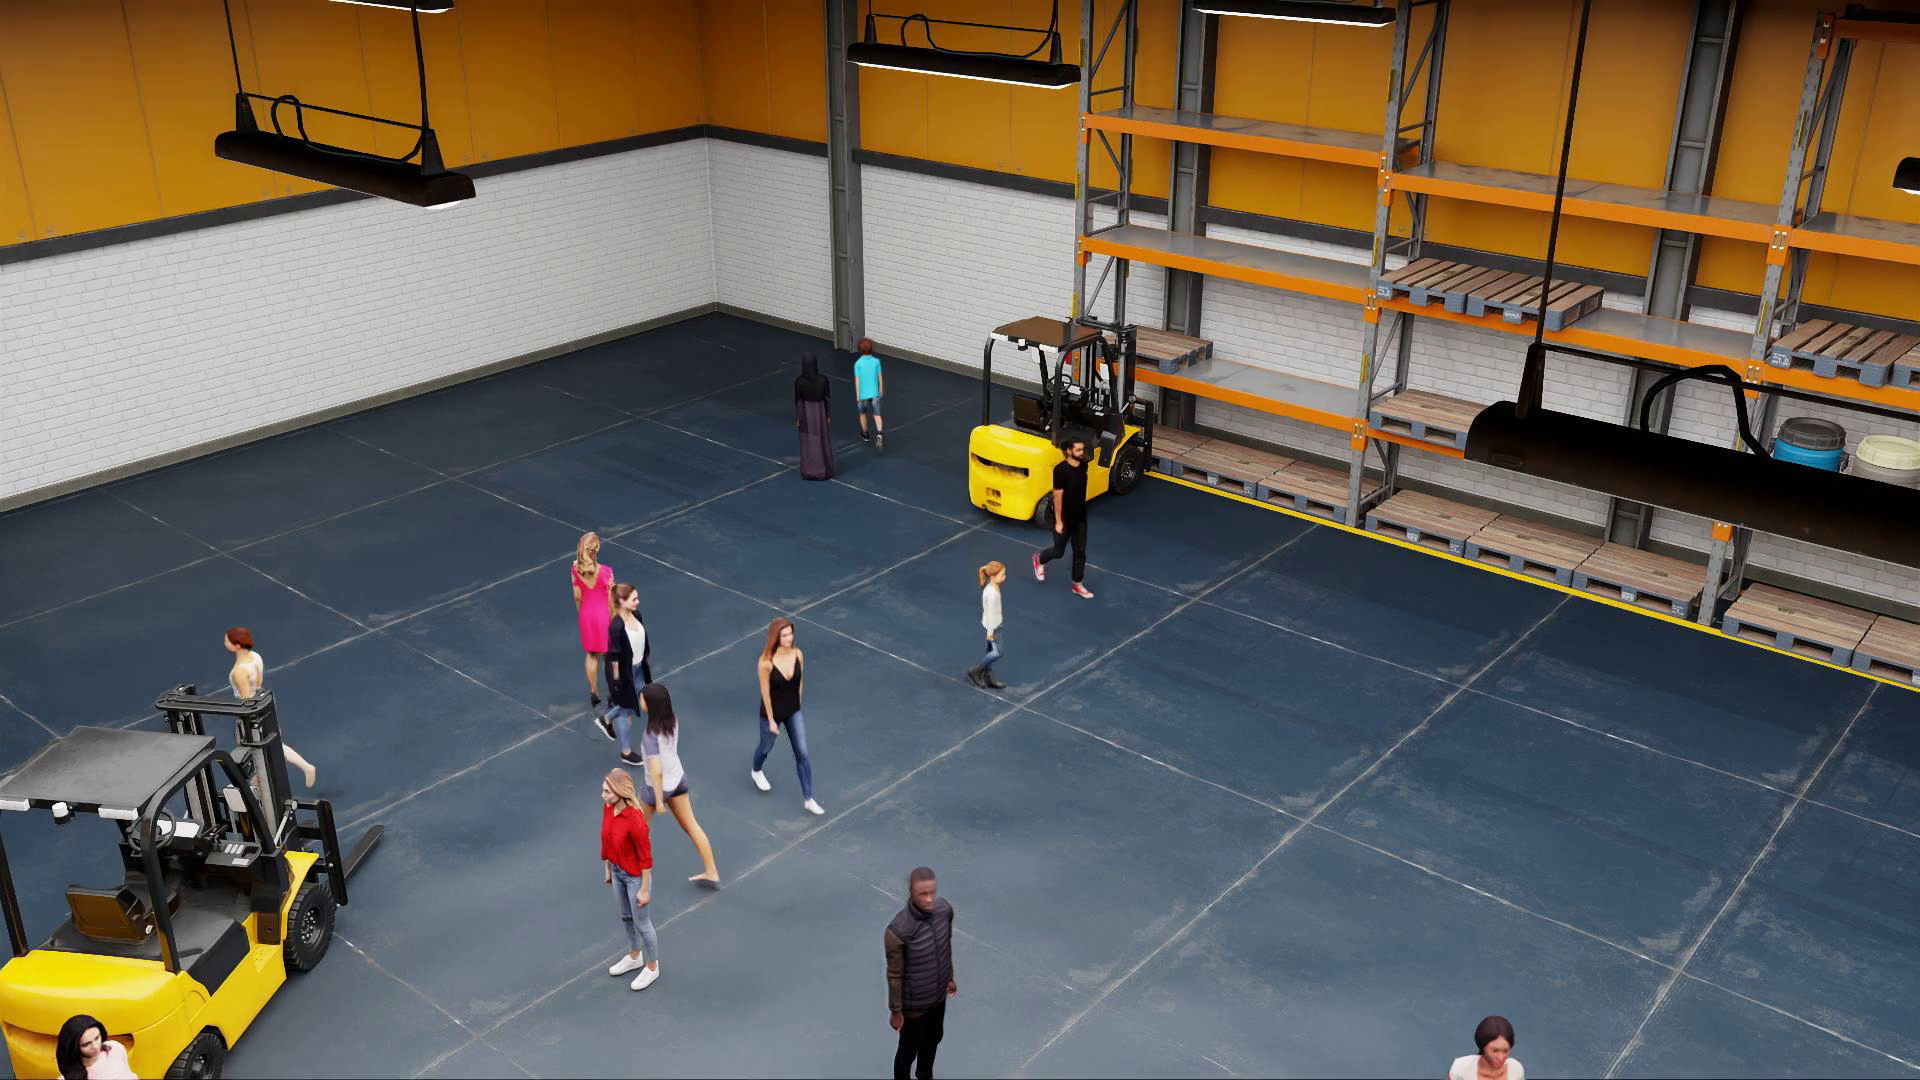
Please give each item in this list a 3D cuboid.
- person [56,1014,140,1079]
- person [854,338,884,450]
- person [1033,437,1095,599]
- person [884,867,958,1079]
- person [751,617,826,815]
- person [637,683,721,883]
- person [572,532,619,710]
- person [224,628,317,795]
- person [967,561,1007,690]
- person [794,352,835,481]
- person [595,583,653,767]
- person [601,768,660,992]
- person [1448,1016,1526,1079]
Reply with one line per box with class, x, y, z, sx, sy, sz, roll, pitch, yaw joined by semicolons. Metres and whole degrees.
person;-4.688;3.326;9.171;0.635;1.768;0.701;11;26;23
person;-1.164;-1.887;21.522;0.837;1.427;1.008;-7;25;-16
person;1.082;-0.259;17.409;0.746;1.740;1.061;-19;30;-36
person;-0.240;2.803;10.284;0.554;1.835;0.706;21;31;39
person;-1.522;1.401;13.681;0.788;1.684;1.158;-15;28;-31
person;-2.156;1.893;12.568;1.234;1.674;0.880;8;25;18
person;-3.309;0.731;15.157;0.610;1.728;0.713;6;24;13
person;-5.713;1.446;13.649;0.965;1.626;0.875;-1;24;-1
person;0.231;0.799;15.526;0.696;1.308;0.628;1;24;2
person;-1.812;-1.528;20.468;0.720;1.614;0.770;-4;24;-9
person;-2.939;1.127;14.328;0.889;1.668;0.746;12;26;26
person;-2.289;2.330;11.529;0.435;1.704;0.684;20;31;38
person;2.838;3.314;9.256;0.911;1.723;0.968;-2;24;-4
